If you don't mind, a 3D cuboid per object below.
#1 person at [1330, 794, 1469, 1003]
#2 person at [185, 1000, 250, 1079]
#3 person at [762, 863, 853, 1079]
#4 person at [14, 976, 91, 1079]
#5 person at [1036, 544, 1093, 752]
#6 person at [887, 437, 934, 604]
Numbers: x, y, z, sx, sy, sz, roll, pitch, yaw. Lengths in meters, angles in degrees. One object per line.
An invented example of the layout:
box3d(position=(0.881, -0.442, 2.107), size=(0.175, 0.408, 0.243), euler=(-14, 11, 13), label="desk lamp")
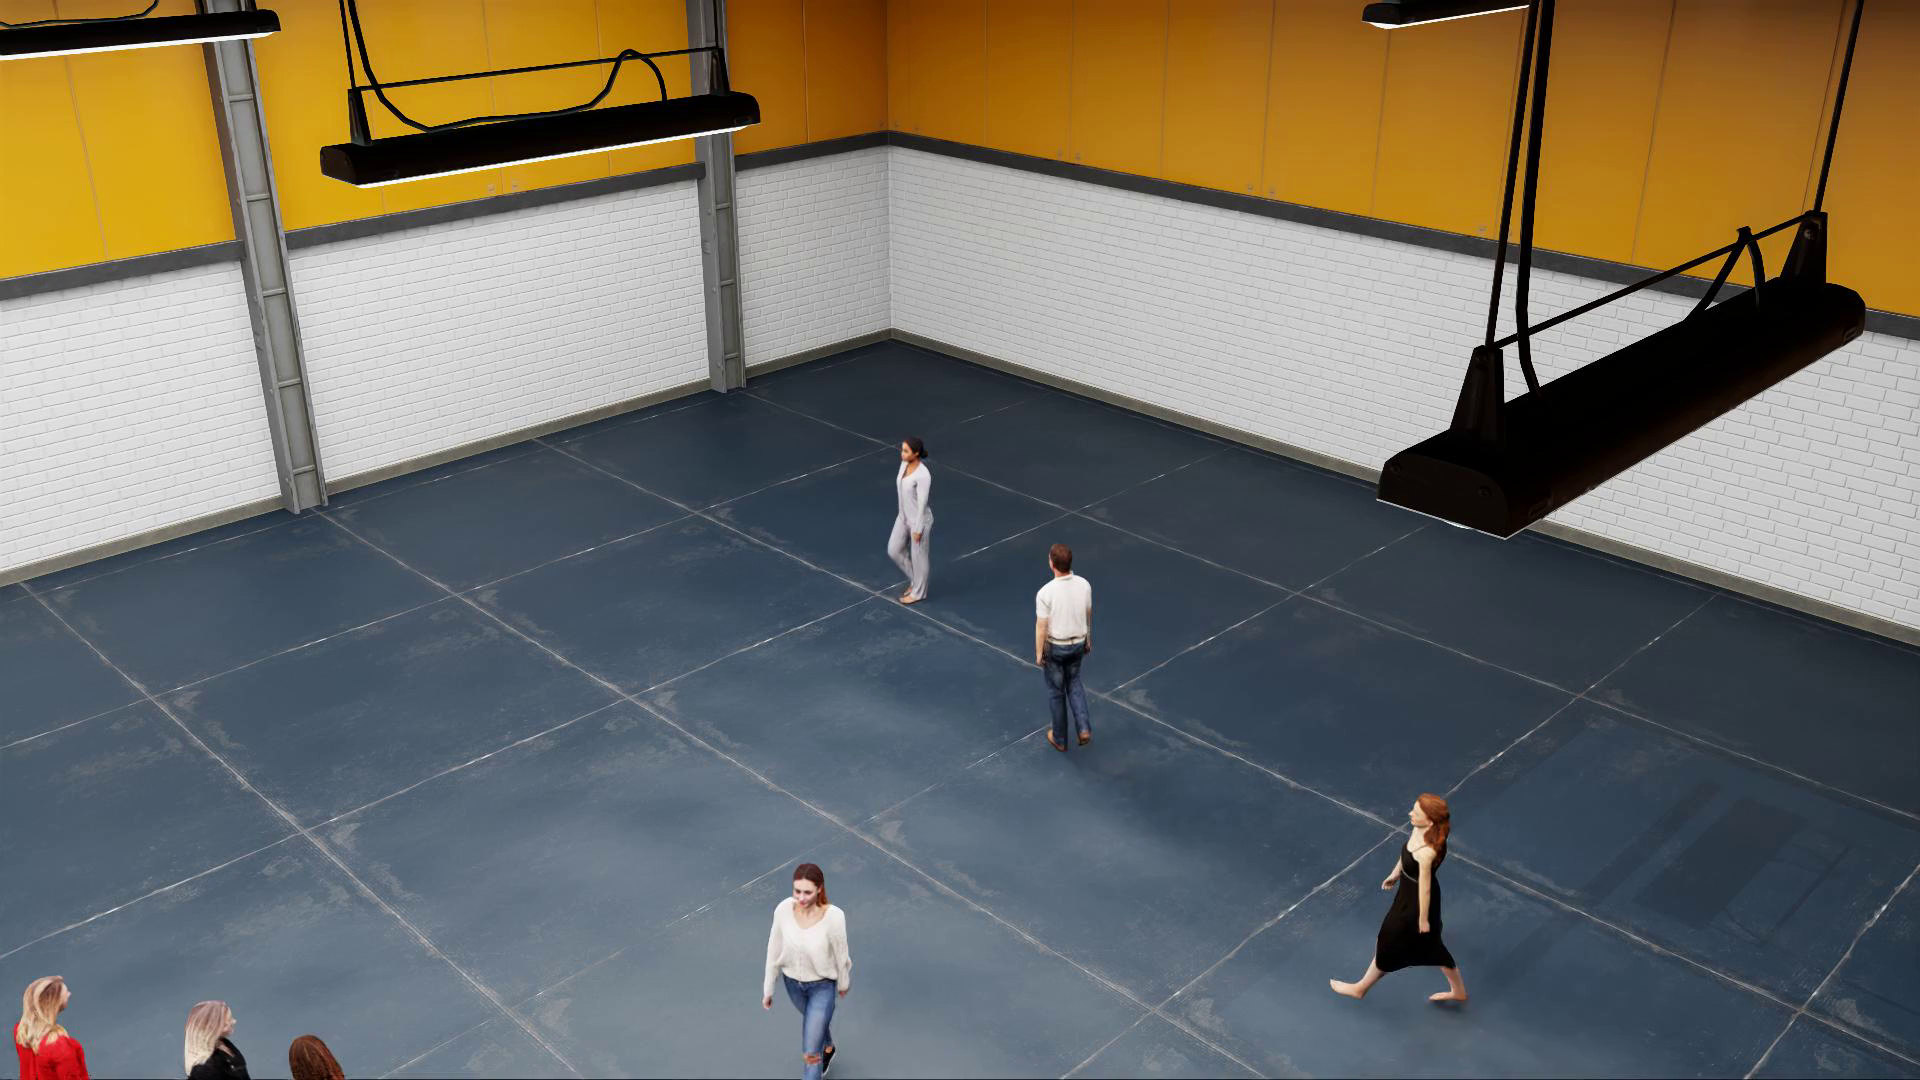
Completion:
box3d(position=(3.019, 2.341, 10.623), size=(0.995, 1.576, 1.115), euler=(7, 24, 15), label="person")
box3d(position=(-3.934, 3.141, 8.683), size=(0.822, 1.664, 0.777), euler=(-16, 28, -33), label="person")
box3d(position=(-0.872, 2.615, 9.916), size=(0.943, 1.641, 1.192), euler=(8, 25, 18), label="person")
box3d(position=(-4.810, 3.100, 8.769), size=(0.833, 1.671, 0.990), euler=(9, 25, 19), label="person")
box3d(position=(0.896, 0.927, 13.527), size=(0.854, 1.842, 0.891), euler=(-10, 26, -22), label="person")
box3d(position=(-0.380, -0.214, 16.279), size=(0.703, 1.727, 0.718), euler=(-15, 28, -30), label="person")
